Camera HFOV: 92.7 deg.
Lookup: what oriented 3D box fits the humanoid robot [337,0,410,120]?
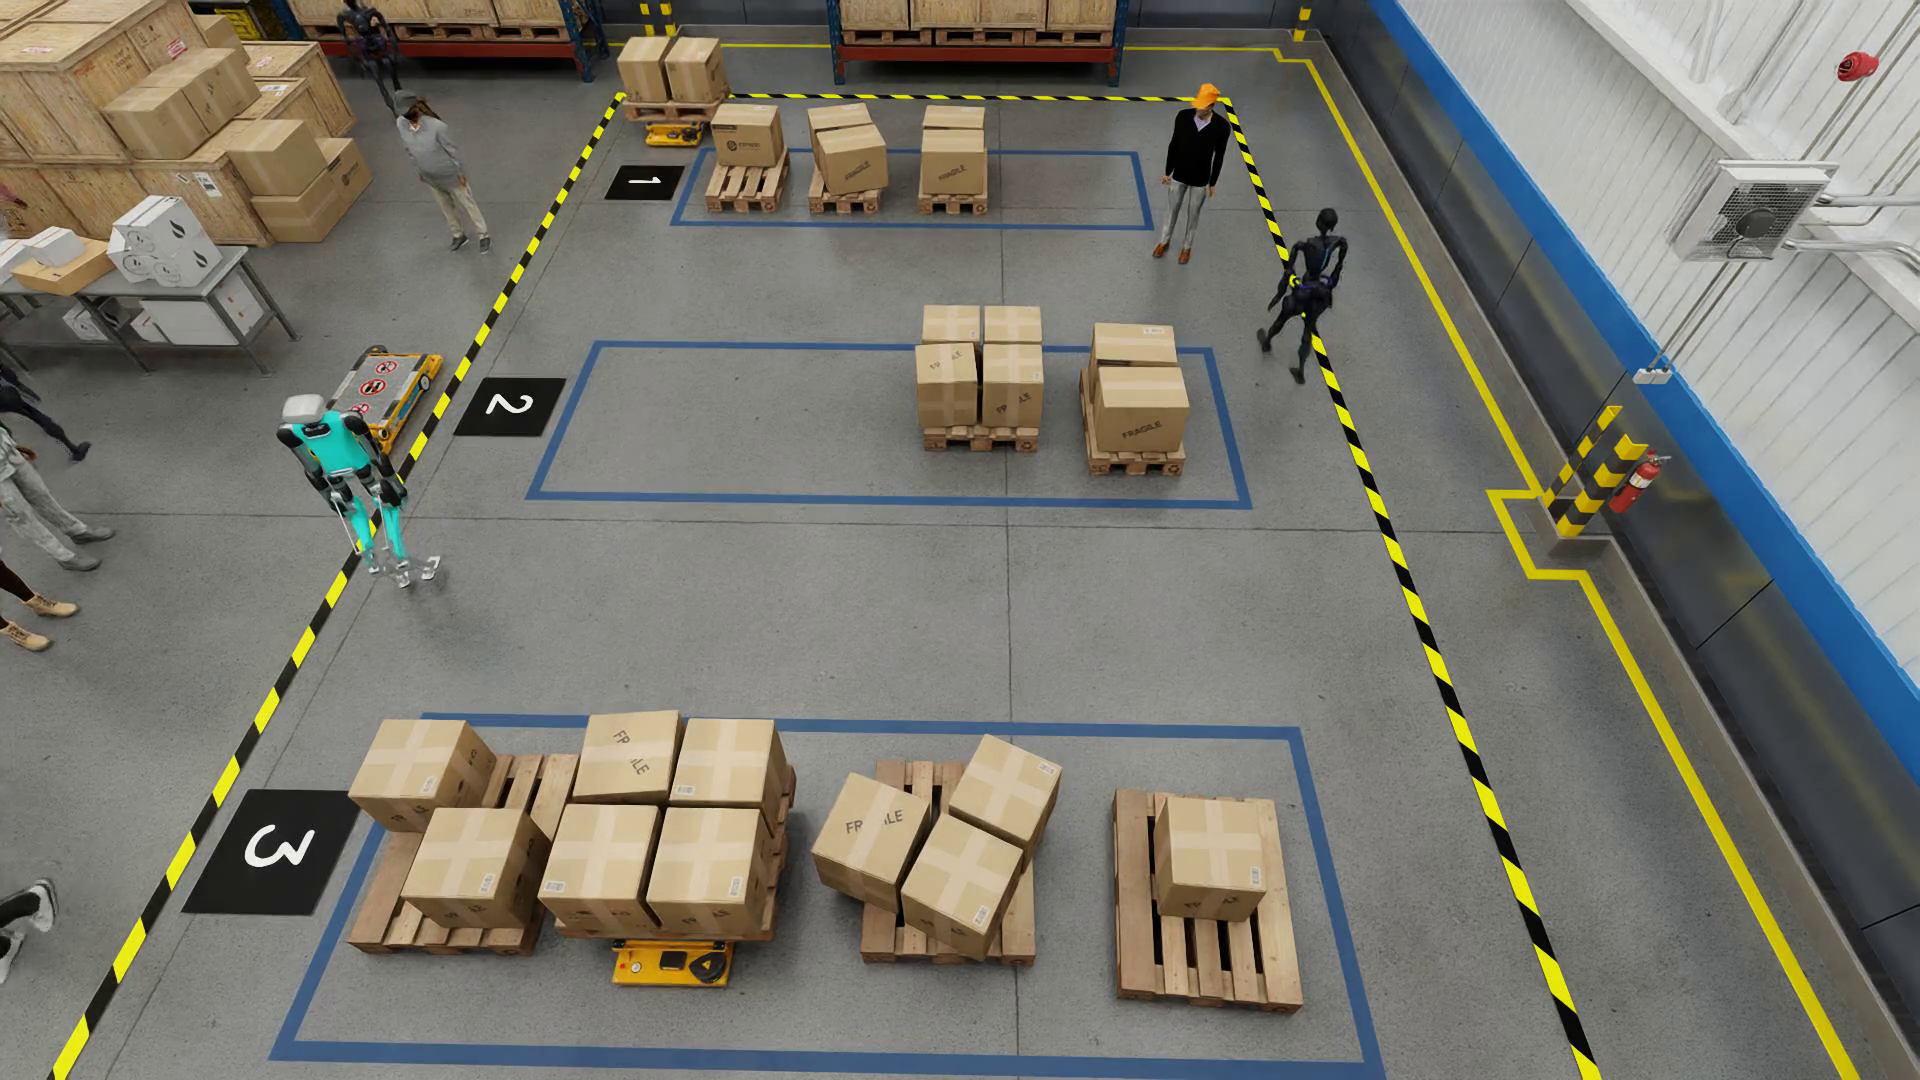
[{"bbox_3d":[-7.392,-6.149,11.668,0.601,1.626,0.758,-24,54,-19],"label":"humanoid robot"}]

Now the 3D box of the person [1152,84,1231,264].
[{"bbox_3d":[2.394,-3.773,9.506,0.585,1.879,0.383,22,53,17],"label":"person"}]

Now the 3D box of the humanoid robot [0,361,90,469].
[{"bbox_3d":[-7.989,-1.186,7.454,0.611,1.638,0.395,-18,52,-15],"label":"humanoid robot"}]

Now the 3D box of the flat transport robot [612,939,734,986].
[{"bbox_3d":[-1.659,1.971,5.681,0.652,0.197,1.431,1,50,1],"label":"flat transport robot"}]

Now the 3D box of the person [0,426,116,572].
[{"bbox_3d":[-7.080,-0.541,6.730,0.408,1.939,0.603,-8,50,-7],"label":"person"}]

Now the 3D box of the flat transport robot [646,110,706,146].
[{"bbox_3d":[-3.678,-5.647,12.127,0.652,0.197,1.431,1,50,1],"label":"flat transport robot"}]

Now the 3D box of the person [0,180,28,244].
[{"bbox_3d":[-9.802,-3.331,9.194,0.914,1.781,0.591,6,50,5],"label":"person"}]

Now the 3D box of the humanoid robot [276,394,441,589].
[{"bbox_3d":[-4.243,-0.208,6.492,0.533,1.677,0.735,-13,51,-11],"label":"humanoid robot"}]

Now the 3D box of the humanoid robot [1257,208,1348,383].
[{"bbox_3d":[3.159,-2.283,8.396,0.591,1.625,0.759,-7,50,-5],"label":"humanoid robot"}]

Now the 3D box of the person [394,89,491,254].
[{"bbox_3d":[-5.462,-3.869,9.661,0.564,1.761,0.407,7,50,6],"label":"person"}]

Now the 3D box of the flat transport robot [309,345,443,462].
[{"bbox_3d":[-5.383,-1.269,8.441,0.659,0.231,1.431,1,50,1],"label":"flat transport robot"}]

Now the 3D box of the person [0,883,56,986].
[{"bbox_3d":[-5.567,1.880,4.747,0.592,1.840,0.525,0,50,0],"label":"person"}]

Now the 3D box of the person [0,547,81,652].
[{"bbox_3d":[-6.909,-0.001,6.207,0.392,2.041,0.610,4,50,3],"label":"person"}]
